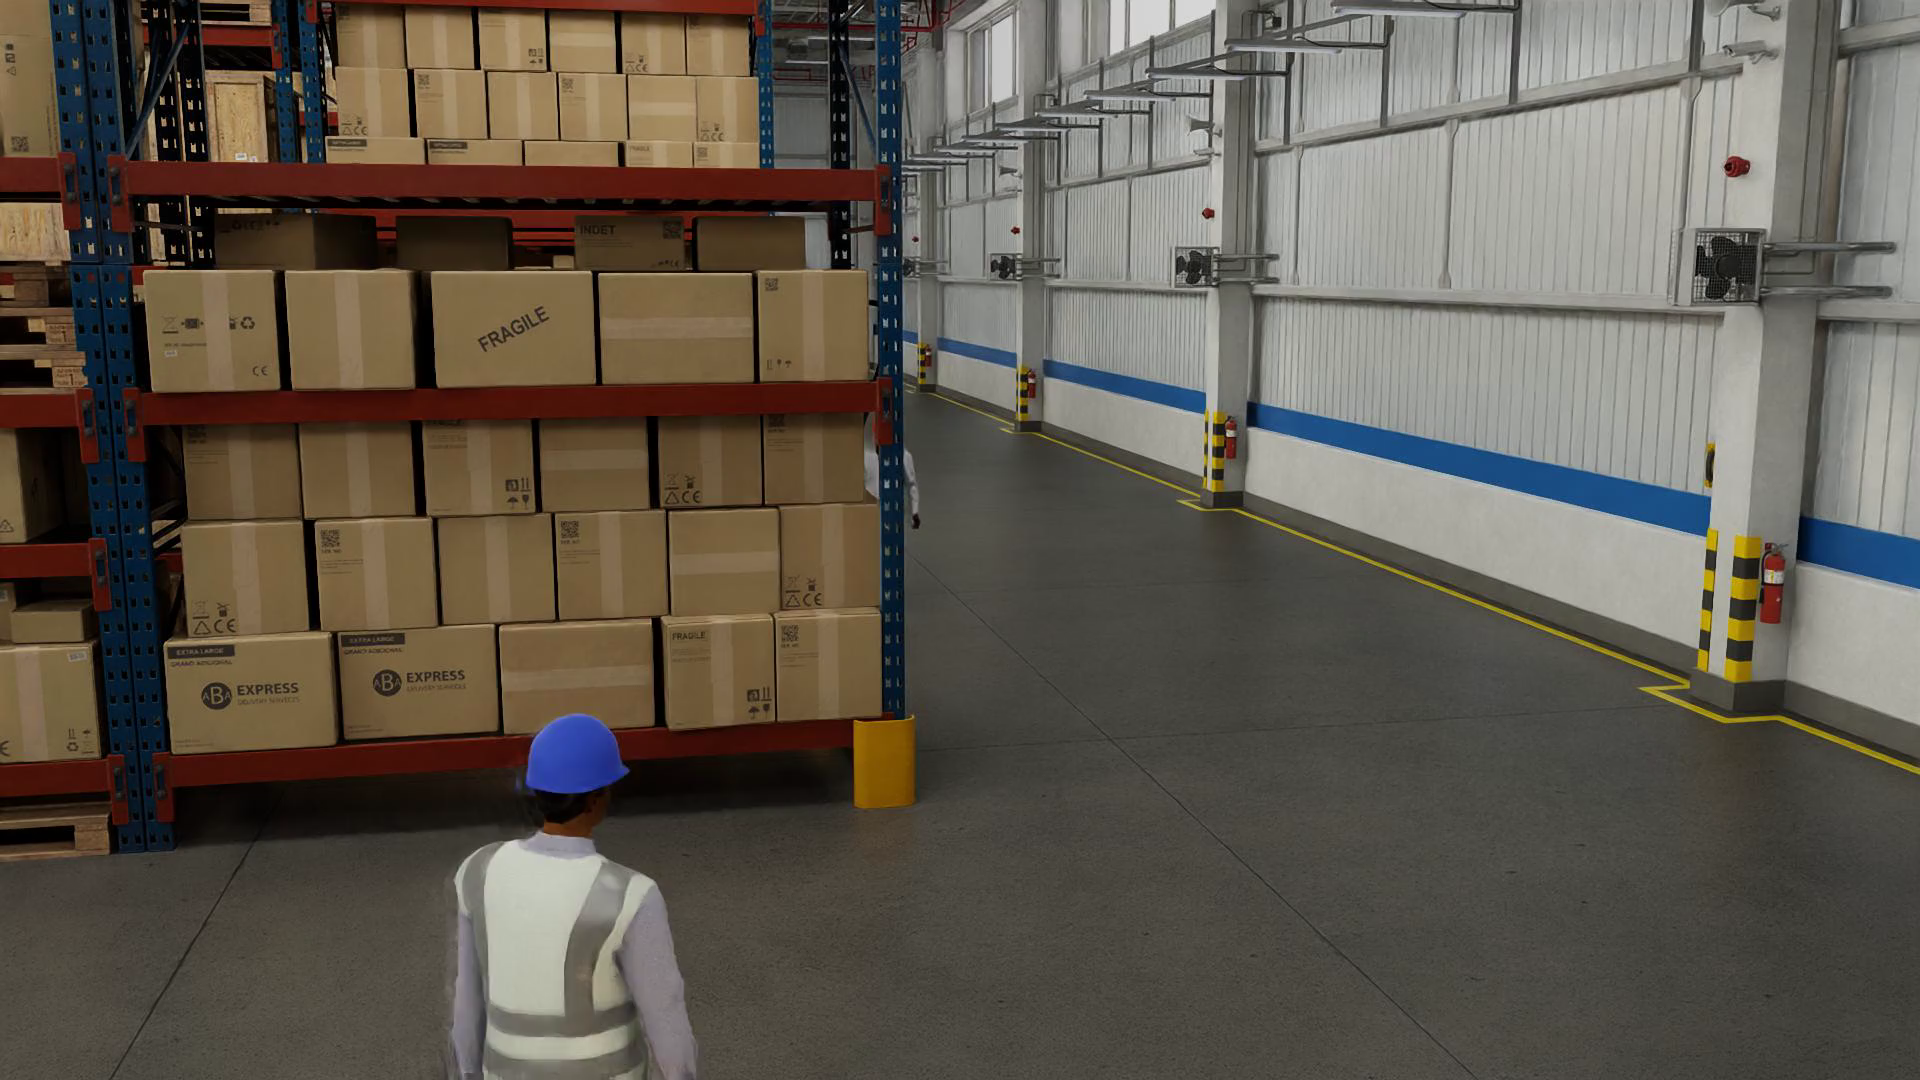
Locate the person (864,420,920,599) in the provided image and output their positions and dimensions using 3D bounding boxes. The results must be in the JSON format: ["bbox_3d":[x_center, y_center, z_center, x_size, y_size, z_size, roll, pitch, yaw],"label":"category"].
[{"bbox_3d":[-0.676,-0.274,15.003,0.556,1.718,0.867,-4,10,-22],"label":"person"}]

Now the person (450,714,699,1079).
[{"bbox_3d":[-0.956,1.380,4.378,0.637,1.889,1.001,4,10,25],"label":"person"}]
